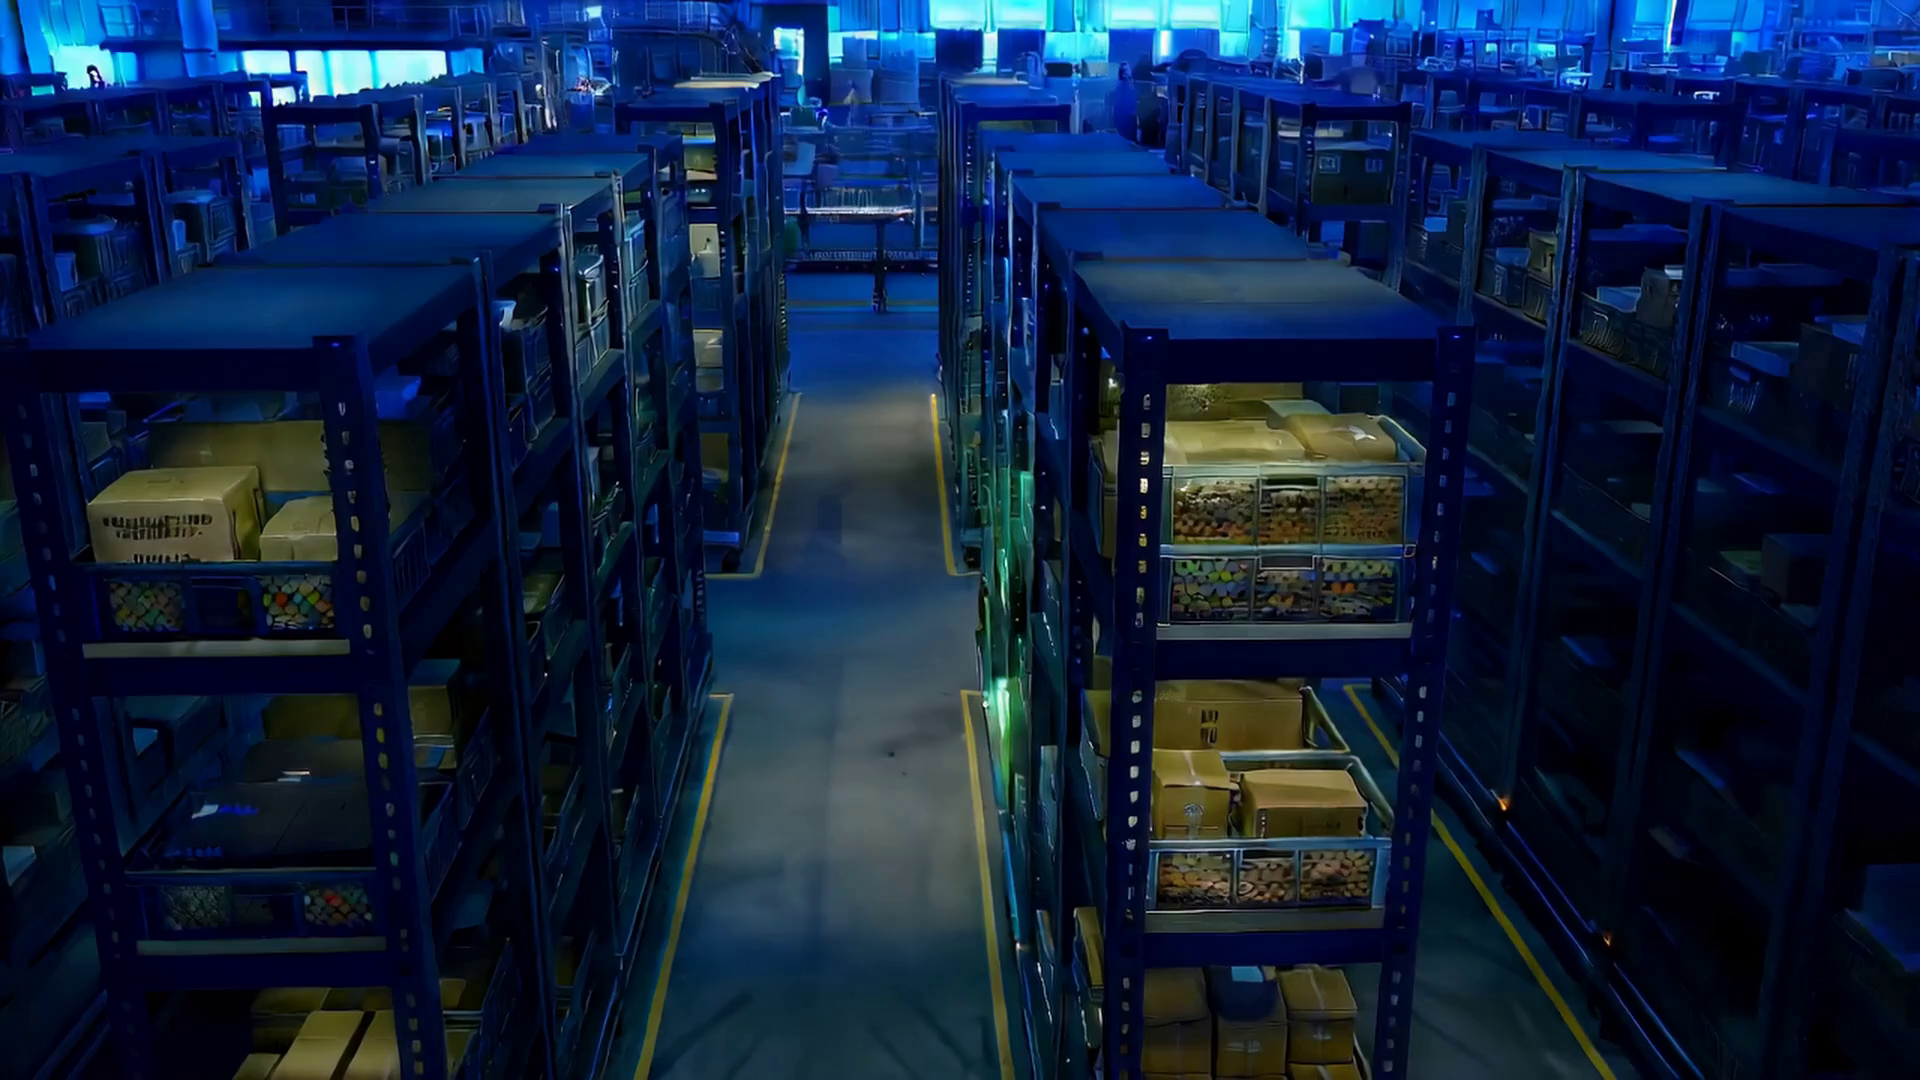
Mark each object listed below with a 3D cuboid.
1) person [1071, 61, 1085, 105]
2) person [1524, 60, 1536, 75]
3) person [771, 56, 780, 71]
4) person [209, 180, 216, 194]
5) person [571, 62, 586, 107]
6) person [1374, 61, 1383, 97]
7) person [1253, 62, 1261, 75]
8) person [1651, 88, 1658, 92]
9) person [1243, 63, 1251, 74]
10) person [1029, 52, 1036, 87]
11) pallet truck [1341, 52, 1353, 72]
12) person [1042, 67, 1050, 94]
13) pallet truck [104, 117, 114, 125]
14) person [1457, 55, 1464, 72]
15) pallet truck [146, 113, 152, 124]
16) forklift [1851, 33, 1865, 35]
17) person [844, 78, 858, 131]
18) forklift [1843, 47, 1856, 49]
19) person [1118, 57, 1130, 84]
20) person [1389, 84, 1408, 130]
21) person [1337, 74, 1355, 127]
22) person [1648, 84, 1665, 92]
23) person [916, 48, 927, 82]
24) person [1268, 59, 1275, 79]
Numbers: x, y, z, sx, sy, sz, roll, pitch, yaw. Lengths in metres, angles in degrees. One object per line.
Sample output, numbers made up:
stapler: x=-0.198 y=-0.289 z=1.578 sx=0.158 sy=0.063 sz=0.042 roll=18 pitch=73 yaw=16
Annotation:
person: x=5.144 y=-20.007 z=72.769 sx=0.588 sy=1.897 sz=0.824 roll=-4 pitch=18 yaw=-13
person: x=25.335 y=-20.390 z=74.017 sx=0.514 sy=1.844 sz=0.328 roll=4 pitch=18 yaw=14
person: x=-9.934 y=-25.494 z=89.839 sx=0.444 sy=1.827 sz=0.655 roll=-13 pitch=22 yaw=-35
person: x=-16.940 y=-8.548 z=37.349 sx=0.669 sy=1.852 sz=0.976 roll=-6 pitch=19 yaw=-17
person: x=-16.319 y=-19.490 z=71.174 sx=0.574 sy=1.883 sz=0.355 roll=-4 pitch=18 yaw=-13
person: x=18.462 y=-20.176 z=73.337 sx=0.404 sy=1.852 sz=0.520 roll=6 pitch=19 yaw=17
person: x=12.400 y=-18.998 z=69.591 sx=0.390 sy=1.920 sz=0.587 roll=7 pitch=19 yaw=20
person: x=21.592 y=-13.201 z=51.916 sx=0.343 sy=1.759 sz=0.526 roll=-16 pitch=24 yaw=-41
person: x=12.833 y=-20.515 z=74.593 sx=0.556 sy=1.719 sz=0.442 roll=7 pitch=19 yaw=20
person: x=3.633 y=-23.510 z=83.507 sx=0.389 sy=1.949 sz=0.603 roll=-5 pitch=19 yaw=-16
pallet truck: x=18.794 y=-23.123 z=82.231 sx=0.823 sy=1.965 sz=1.885 roll=-13 pitch=22 yaw=-35
person: x=3.348 y=-17.269 z=64.233 sx=0.514 sy=1.924 sz=0.572 roll=-5 pitch=19 yaw=-15
pallet truck: x=-18.367 y=-7.885 z=35.078 sx=1.885 sy=1.965 sz=0.823 roll=1 pitch=18 yaw=2
person: x=24.528 y=-22.773 z=81.365 sx=1.007 sy=1.870 sz=0.625 roll=4 pitch=18 yaw=12
pallet truck: x=-18.087 y=-8.309 z=36.390 sx=1.885 sy=1.965 sz=0.823 roll=-1 pitch=18 yaw=-4
forklift: x=46.481 y=-24.949 z=86.470 sx=1.129 sy=2.768 sz=1.873 roll=-15 pitch=23 yaw=-40
person: x=-3.509 y=-13.662 z=52.921 sx=0.691 sy=2.014 sz=0.643 roll=0 pitch=18 yaw=0
forklift: x=31.402 y=-16.063 z=58.972 sx=1.129 sy=2.768 sz=1.873 roll=-1 pitch=18 yaw=-2
person: x=7.440 y=-20.915 z=75.502 sx=0.629 sy=1.934 sz=0.376 roll=-10 pitch=21 yaw=-29
person: x=15.213 y=-14.863 z=57.231 sx=0.867 sy=1.630 sz=0.538 roll=15 pitch=23 yaw=39
person: x=13.451 y=-15.129 z=57.584 sx=0.625 sy=1.934 sz=0.883 roll=-16 pitch=24 yaw=-40
person: x=25.065 y=-15.913 z=59.851 sx=0.681 sy=2.000 sz=0.536 roll=15 pitch=23 yaw=38
person: x=-2.365 y=-26.547 z=93.056 sx=1.010 sy=1.874 sz=0.636 roll=2 pitch=18 yaw=5
person: x=15.063 y=-22.402 z=80.499 sx=0.321 sy=1.692 sz=0.534 roll=14 pitch=23 yaw=37
